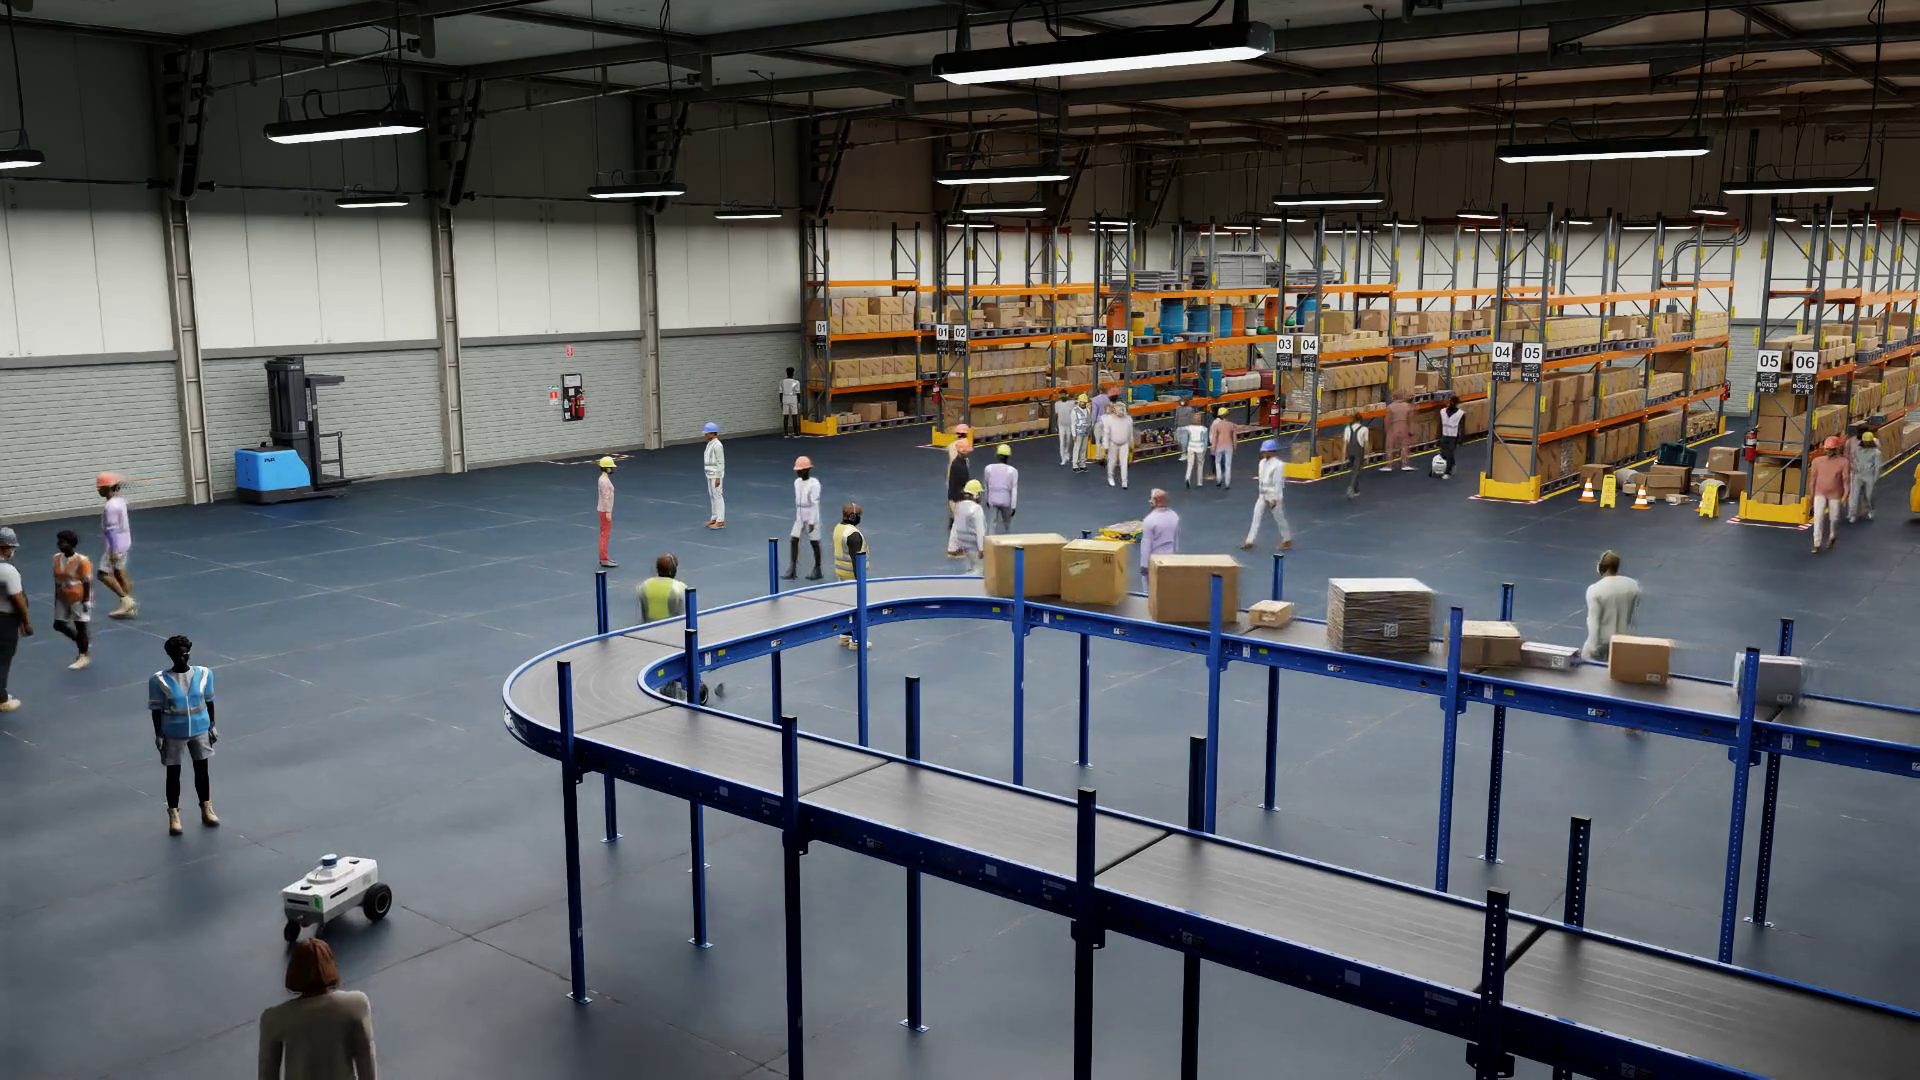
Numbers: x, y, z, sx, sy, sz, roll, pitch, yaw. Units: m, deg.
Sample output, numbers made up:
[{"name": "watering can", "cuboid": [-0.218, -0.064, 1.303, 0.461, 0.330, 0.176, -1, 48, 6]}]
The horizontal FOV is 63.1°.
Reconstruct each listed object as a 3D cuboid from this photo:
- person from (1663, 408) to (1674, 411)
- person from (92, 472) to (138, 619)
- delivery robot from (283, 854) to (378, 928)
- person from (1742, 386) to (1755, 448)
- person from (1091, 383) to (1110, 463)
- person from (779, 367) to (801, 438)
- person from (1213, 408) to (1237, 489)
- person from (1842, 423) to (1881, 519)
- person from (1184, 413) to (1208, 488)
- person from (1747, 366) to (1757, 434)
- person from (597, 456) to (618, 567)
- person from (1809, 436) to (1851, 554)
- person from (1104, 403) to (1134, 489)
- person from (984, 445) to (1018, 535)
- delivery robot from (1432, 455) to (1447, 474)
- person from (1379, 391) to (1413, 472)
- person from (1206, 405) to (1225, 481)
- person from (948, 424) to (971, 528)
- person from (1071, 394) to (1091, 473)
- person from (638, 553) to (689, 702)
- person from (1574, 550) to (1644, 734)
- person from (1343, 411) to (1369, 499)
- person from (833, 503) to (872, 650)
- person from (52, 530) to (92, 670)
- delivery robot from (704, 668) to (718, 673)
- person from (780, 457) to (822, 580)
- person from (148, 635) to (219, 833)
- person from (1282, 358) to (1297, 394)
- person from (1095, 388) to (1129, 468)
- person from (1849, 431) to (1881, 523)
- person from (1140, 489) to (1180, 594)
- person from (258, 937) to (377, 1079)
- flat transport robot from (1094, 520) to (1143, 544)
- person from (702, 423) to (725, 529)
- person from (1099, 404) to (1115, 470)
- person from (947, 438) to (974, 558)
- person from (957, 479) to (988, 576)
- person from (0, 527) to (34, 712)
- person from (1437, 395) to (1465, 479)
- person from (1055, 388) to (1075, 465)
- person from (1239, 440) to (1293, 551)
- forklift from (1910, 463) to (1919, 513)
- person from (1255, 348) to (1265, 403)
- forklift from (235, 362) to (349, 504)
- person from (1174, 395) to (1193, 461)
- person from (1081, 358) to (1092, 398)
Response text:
[{"name": "person", "cuboid": [20.820, -4.179, 45.732, 0.564, 1.867, 0.631, -2, 10, -13]}, {"name": "person", "cuboid": [-11.535, 0.082, 21.301, 0.432, 2.023, 0.633, -3, 10, -15]}, {"name": "delivery robot", "cuboid": [-4.596, 2.543, 11.435, 0.477, 0.478, 0.707, 3, 11, 17]}, {"name": "person", "cuboid": [20.451, -3.151, 40.121, 0.491, 1.814, 0.976, 1, 10, 7]}, {"name": "person", "cuboid": [3.430, -2.830, 37.973, 0.637, 1.942, 0.367, -7, 12, -34]}, {"name": "person", "cuboid": [-4.719, -3.822, 43.438, 0.608, 1.966, 0.370, 2, 10, 13]}, {"name": "person", "cuboid": [5.705, -1.984, 33.717, 0.557, 1.733, 0.630, 0, 10, 2]}, {"name": "person", "cuboid": [17.029, -1.302, 29.630, 0.649, 1.831, 0.438, 9, 13, 40]}, {"name": "person", "cuboid": [5.080, -1.923, 33.740, 0.523, 1.620, 0.685, 3, 11, 19]}, {"name": "person", "cuboid": [22.631, -3.976, 44.181, 0.613, 2.023, 0.790, -2, 10, -10]}, {"name": "person", "cuboid": [-5.649, -0.462, 25.094, 0.328, 1.767, 0.532, -3, 10, -16]}, {"name": "person", "cuboid": [14.662, -0.785, 26.365, 0.621, 1.969, 0.849, 8, 13, 37]}, {"name": "person", "cuboid": [3.433, -2.049, 33.827, 0.693, 1.858, 1.005, -1, 10, -4]}, {"name": "person", "cuboid": [0.680, -0.637, 25.784, 0.594, 1.873, 0.986, 3, 10, 14]}, {"name": "delivery robot", "cuboid": [10.972, -1.768, 35.709, 0.477, 0.478, 0.707, 3, 11, 18]}, {"name": "person", "cuboid": [10.247, -2.533, 36.488, 0.878, 1.879, 0.392, -4, 11, -19]}, {"name": "person", "cuboid": [5.727, -2.171, 34.947, 0.336, 1.705, 0.536, 3, 10, 14]}, {"name": "person", "cuboid": [0.045, -1.175, 28.682, 0.720, 1.906, 0.575, -9, 14, -42]}, {"name": "person", "cuboid": [2.822, -2.474, 36.237, 0.600, 1.827, 0.404, -10, 14, -43]}, {"name": "person", "cuboid": [-3.130, 1.043, 16.513, 0.633, 1.817, 0.844, 5, 11, 24]}, {"name": "person", "cuboid": [6.781, 1.048, 16.293, 0.636, 1.896, 1.037, -3, 10, -14]}, {"name": "person", "cuboid": [8.105, -1.734, 32.145, 0.540, 1.819, 0.763, 8, 13, 37]}, {"name": "person", "cuboid": [-1.361, 0.448, 19.771, 0.429, 1.842, 0.626, -5, 11, -27]}, {"name": "person", "cuboid": [-10.617, 0.706, 18.719, 0.550, 1.686, 0.370, 3, 11, 17]}, {"name": "delivery robot", "cuboid": [-2.953, 1.355, 17.398, 0.335, 0.223, 0.698, 4, 11, 23]}, {"name": "person", "cuboid": [-2.417, -0.308, 23.850, 0.547, 1.907, 0.842, 8, 13, 37]}, {"name": "person", "cuboid": [-6.649, 1.646, 13.428, 0.535, 1.697, 0.318, -9, 13, -41]}, {"name": "person", "cuboid": [12.201, -6.416, 57.959, 0.612, 1.997, 0.376, -4, 11, -22]}, {"name": "person", "cuboid": [3.613, -2.648, 37.056, 1.021, 1.874, 0.544, -5, 11, -24]}, {"name": "person", "cuboid": [17.052, -1.204, 29.426, 0.751, 1.712, 0.490, -9, 13, -41]}, {"name": "person", "cuboid": [2.641, 0.263, 20.682, 0.644, 1.890, 0.574, -9, 13, -41]}, {"name": "person", "cuboid": [-3.162, 2.708, 7.711, 0.525, 1.586, 0.830, -5, 11, -26]}, {"name": "flat transport robot", "cuboid": [3.017, -0.149, 27.654, 0.652, 0.197, 1.431, 7, 12, 35]}, {"name": "person", "cuboid": [-4.513, -1.183, 28.643, 0.403, 1.943, 0.617, -5, 11, -25]}, {"name": "person", "cuboid": [3.470, -2.342, 36.060, 0.530, 1.620, 0.426, 5, 11, 27]}, {"name": "person", "cuboid": [0.015, -0.700, 25.838, 0.439, 1.982, 0.656, 2, 10, 12]}, {"name": "person", "cuboid": [0.156, 0.053, 22.027, 0.488, 1.821, 0.611, -5, 11, -28]}, {"name": "person", "cuboid": [-10.394, 0.864, 16.979, 0.713, 2.000, 0.543, 6, 12, 31]}, {"name": "person", "cuboid": [11.040, -2.321, 35.223, 0.621, 1.884, 0.470, 9, 14, 43]}, {"name": "person", "cuboid": [2.552, -2.767, 37.907, 0.513, 1.841, 0.743, 1, 10, 7]}, {"name": "person", "cuboid": [5.225, -0.749, 26.364, 1.017, 1.895, 0.636, -5, 11, -27]}, {"name": "forklift", "cuboid": [19.034, -1.348, 28.998, 2.313, 2.155, 1.214, 8, 13, 37]}, {"name": "person", "cuboid": [10.338, -5.690, 54.136, 0.415, 1.902, 0.614, 9, 14, 42]}, {"name": "forklift", "cuboid": [-13.803, -2.244, 32.110, 1.129, 2.768, 1.873, 8, 13, 37]}, {"name": "person", "cuboid": [5.522, -2.774, 38.513, 0.514, 1.615, 0.461, 10, 14, 44]}, {"name": "person", "cuboid": [4.101, -4.864, 49.661, 0.517, 1.847, 0.734, 6, 12, 31]}]
